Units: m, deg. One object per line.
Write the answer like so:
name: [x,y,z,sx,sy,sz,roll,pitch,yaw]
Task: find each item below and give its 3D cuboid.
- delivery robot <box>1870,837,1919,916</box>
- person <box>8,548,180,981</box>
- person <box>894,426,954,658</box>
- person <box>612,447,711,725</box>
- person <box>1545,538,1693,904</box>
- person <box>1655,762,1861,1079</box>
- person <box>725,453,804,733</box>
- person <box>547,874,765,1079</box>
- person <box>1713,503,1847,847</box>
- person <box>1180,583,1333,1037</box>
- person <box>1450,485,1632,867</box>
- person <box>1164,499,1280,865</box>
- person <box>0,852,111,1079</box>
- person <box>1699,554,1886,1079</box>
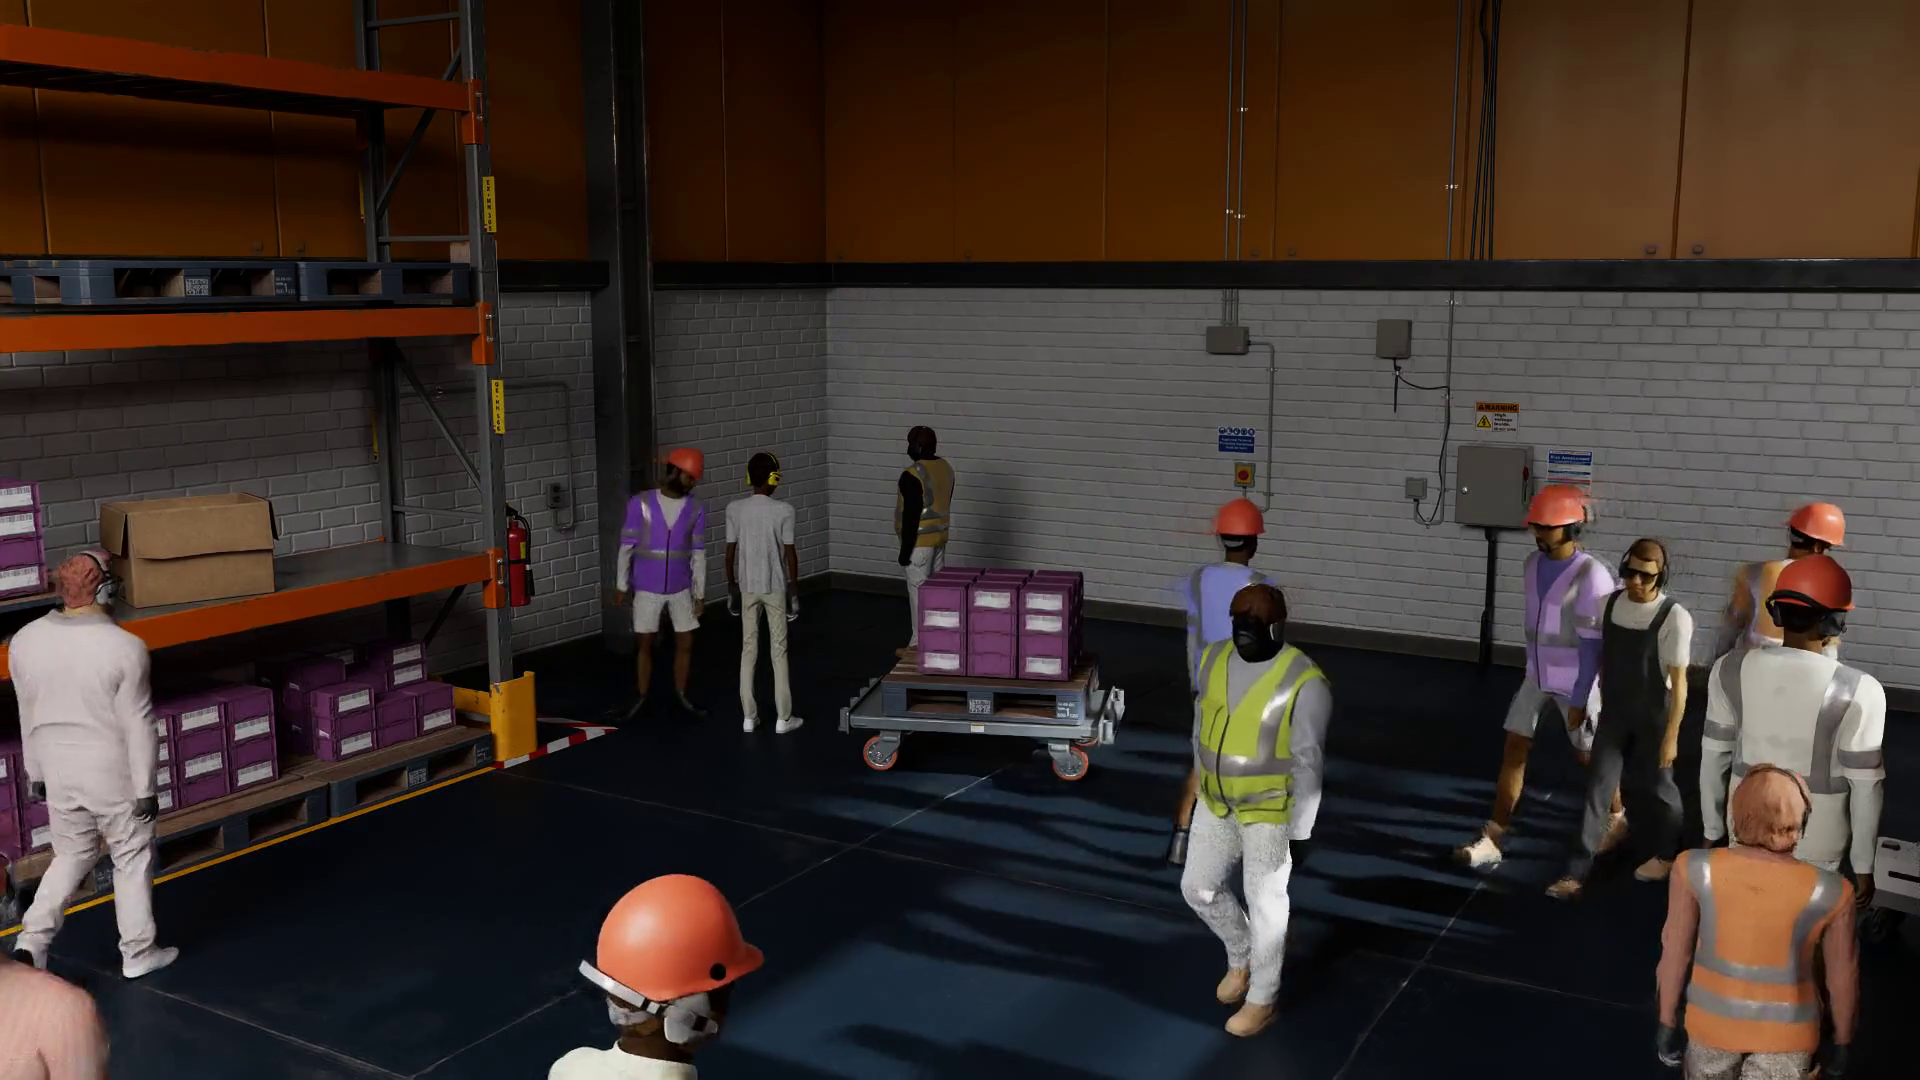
delivery robot: [4.427,1.527,7.422,0.477,0.478,0.707,-9,13,-44]
person: [-3.645,0.985,6.930,0.648,1.892,0.679,1,9,9]
person: [-0.301,0.016,13.141,0.429,1.843,0.633,5,10,29]
person: [-2.030,0.321,11.134,0.705,1.891,0.375,-3,10,-19]
person: [3.274,0.863,8.040,1.001,1.788,0.529,-6,11,-34]
person: [2.386,1.442,4.974,0.536,1.593,0.840,6,11,32]
person: [-1.299,0.351,10.990,0.513,1.864,0.337,2,9,12]
person: [-0.446,1.556,3.114,0.807,1.968,0.646,-9,13,-44]
person: [4.208,0.729,8.602,0.666,1.865,0.968,7,11,37]
person: [1.165,1.065,6.639,0.451,1.823,0.648,-8,12,-41]
person: [3.079,0.695,8.508,1.068,1.983,0.608,-4,10,-23]
person: [1.391,0.730,8.522,0.557,1.903,0.897,8,12,41]
person: [-2.071,1.503,3.550,0.639,1.948,1.030,2,9,15]
person: [2.996,1.061,6.000,0.395,2.038,0.615,-8,12,-41]
